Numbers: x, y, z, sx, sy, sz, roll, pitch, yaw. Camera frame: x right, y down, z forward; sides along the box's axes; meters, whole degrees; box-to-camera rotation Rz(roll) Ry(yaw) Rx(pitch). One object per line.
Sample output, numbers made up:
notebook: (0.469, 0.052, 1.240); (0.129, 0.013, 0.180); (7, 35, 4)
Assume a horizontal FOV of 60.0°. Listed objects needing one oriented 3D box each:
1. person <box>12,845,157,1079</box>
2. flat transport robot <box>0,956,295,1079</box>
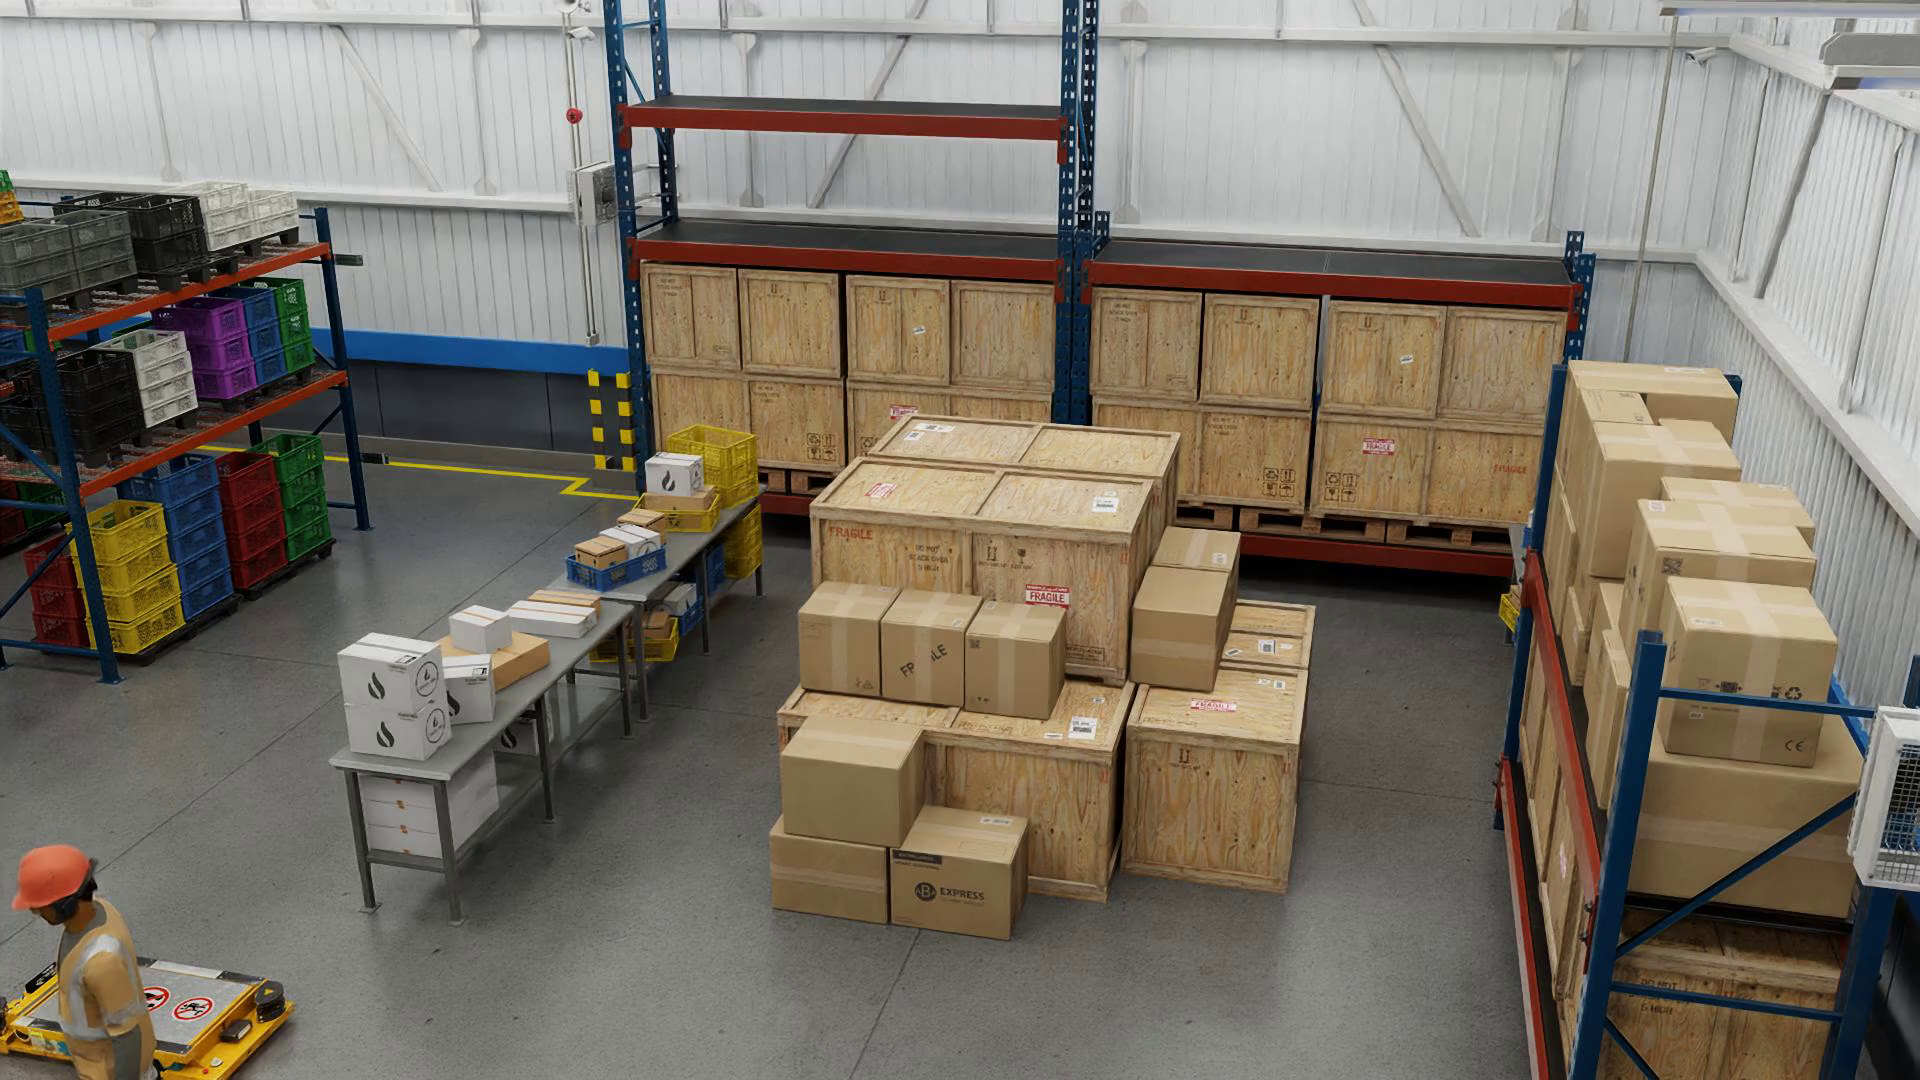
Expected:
person: (-3.564, 2.161, 6.927); (0.397, 2.030, 0.613); (-14, 25, -32)
flat transport robot: (-4.270, 2.464, 8.601); (1.431, 0.231, 0.659); (5, 22, 13)
